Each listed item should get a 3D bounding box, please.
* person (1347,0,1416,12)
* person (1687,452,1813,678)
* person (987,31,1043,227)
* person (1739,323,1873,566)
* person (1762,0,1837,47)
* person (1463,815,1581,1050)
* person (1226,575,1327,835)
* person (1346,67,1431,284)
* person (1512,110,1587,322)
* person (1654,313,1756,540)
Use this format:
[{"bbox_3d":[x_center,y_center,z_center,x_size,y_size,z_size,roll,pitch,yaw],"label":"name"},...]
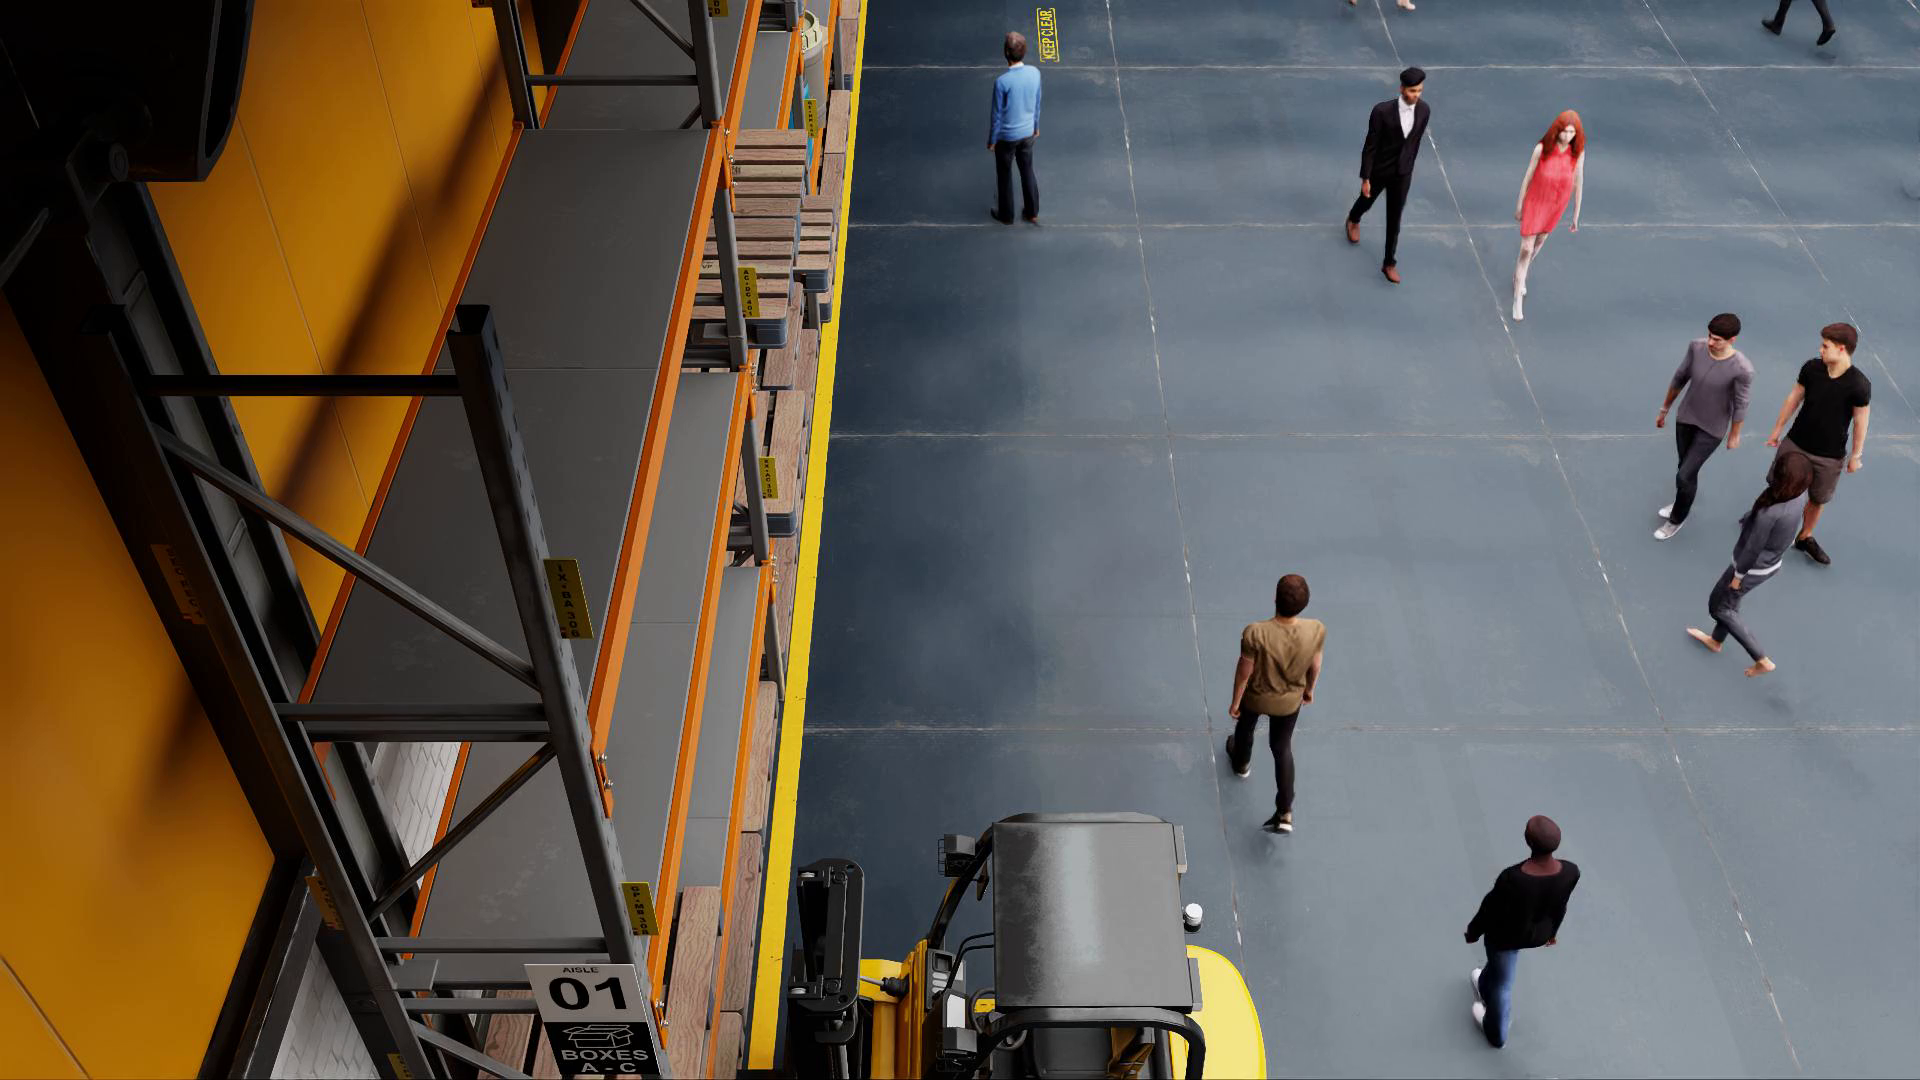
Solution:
[{"bbox_3d":[4.610,-6.439,17.712,0.935,1.778,1.109,-13,45,-13],"label":"person"},{"bbox_3d":[5.220,0.193,10.770,0.910,1.751,0.994,-29,51,-27],"label":"person"},{"bbox_3d":[0.501,-3.617,14.721,0.788,1.817,0.816,-25,49,-24],"label":"person"},{"bbox_3d":[6.033,-0.646,11.602,0.804,1.818,0.953,33,52,29],"label":"person"},{"bbox_3d":[8.938,-5.988,17.236,0.915,1.781,1.168,-17,46,-17],"label":"person"},{"bbox_3d":[2.975,2.131,8.751,0.693,1.729,0.776,-10,44,-10],"label":"person"},{"bbox_3d":[1.879,0.998,9.871,0.743,1.824,1.181,-5,44,-5],"label":"person"},{"bbox_3d":[3.638,-3.232,14.301,0.827,1.839,1.261,-5,44,-5],"label":"person"},{"bbox_3d":[4.854,-2.801,13.875,0.609,1.802,0.890,-1,44,-1],"label":"person"},{"bbox_3d":[5.355,-0.872,11.834,0.927,1.824,0.846,-21,48,-21],"label":"person"}]
